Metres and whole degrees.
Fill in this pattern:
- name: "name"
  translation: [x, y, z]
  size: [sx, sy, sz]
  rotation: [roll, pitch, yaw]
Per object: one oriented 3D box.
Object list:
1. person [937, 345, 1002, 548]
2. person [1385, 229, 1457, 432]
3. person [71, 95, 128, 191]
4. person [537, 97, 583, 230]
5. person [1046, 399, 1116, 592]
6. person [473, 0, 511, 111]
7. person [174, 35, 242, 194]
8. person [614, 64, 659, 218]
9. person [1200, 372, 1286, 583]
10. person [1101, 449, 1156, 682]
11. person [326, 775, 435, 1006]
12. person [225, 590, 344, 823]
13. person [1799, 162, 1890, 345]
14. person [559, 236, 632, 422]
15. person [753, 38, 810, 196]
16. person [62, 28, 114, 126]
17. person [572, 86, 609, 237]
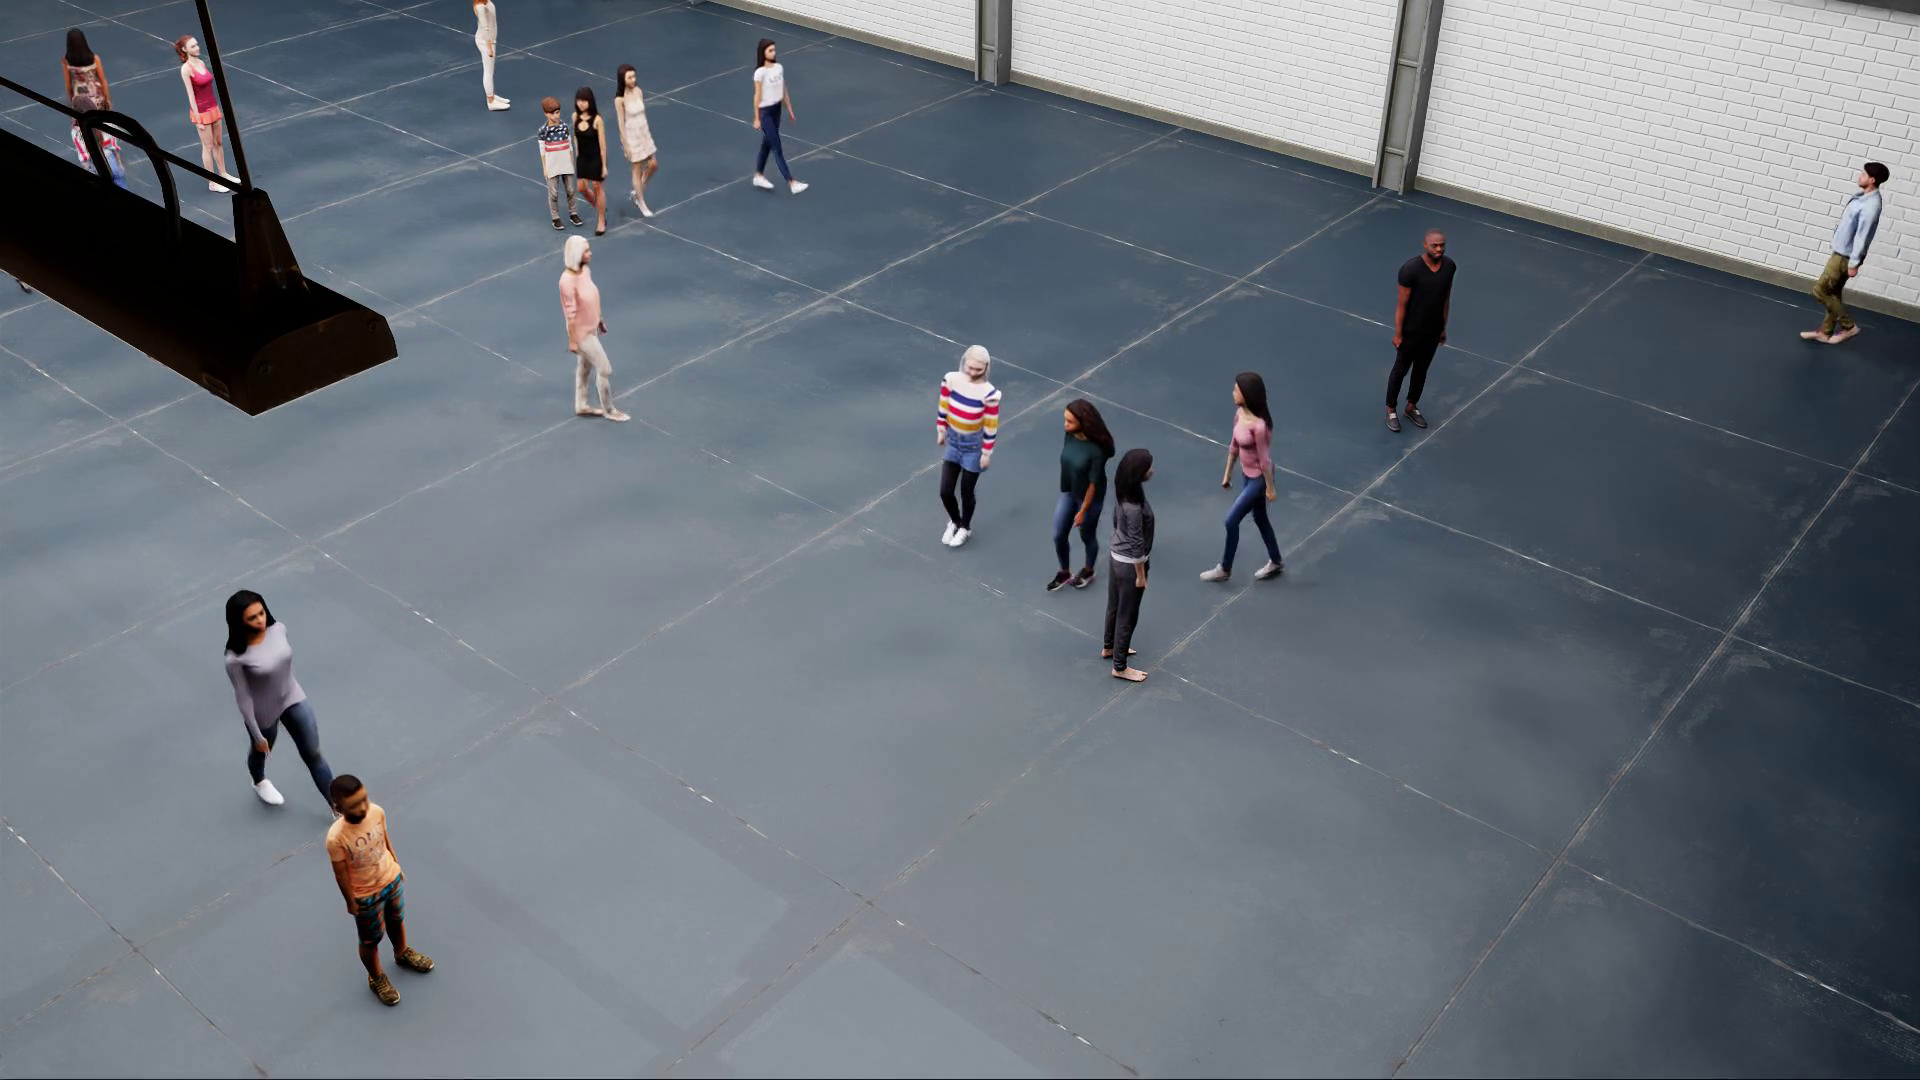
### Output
- name: "person"
  translation: [0.098, -0.740, 12.674]
  size: [0.611, 1.781, 0.816]
  rotation: [20, 38, 27]
- name: "person"
  translation: [3.938, -1.816, 14.259]
  size: [0.751, 1.820, 0.762]
  rotation: [-9, 35, -13]
- name: "person"
  translation: [-9.024, -3.900, 17.600]
  size: [0.719, 1.592, 1.052]
  rotation: [-25, 41, -32]
- name: "person"
  translation: [-4.363, -4.092, 18.027]
  size: [0.567, 1.439, 0.573]
  rotation: [-16, 37, -23]
- name: "person"
  translation: [0.963, -0.337, 12.236]
  size: [0.684, 1.596, 0.633]
  rotation: [-27, 42, -34]
- name: "person"
  translation: [-6.038, -6.352, 21.183]
  size: [0.721, 1.709, 0.643]
  rotation: [-6, 34, -10]
- name: "person"
  translation: [-8.574, -4.862, 18.901]
  size: [0.699, 1.754, 0.665]
  rotation: [5, 34, 8]
- name: "person"
  translation: [-3.600, -4.369, 18.185]
  size: [0.639, 1.725, 0.631]
  rotation: [20, 38, 27]
- name: "person"
  translation: [2.248, -0.432, 12.282]
  size: [0.964, 1.703, 0.930]
  rotation: [-10, 35, -15]
- name: "person"
  translation: [1.145, 0.150, 11.352]
  size: [0.733, 1.764, 0.649]
  rotation: [-6, 34, -9]
- name: "person"
  translation: [-3.203, 1.864, 9.047]
  size: [0.537, 1.461, 0.551]
  rotation: [18, 37, 25]
- name: "person"
  translation: [-4.239, 1.024, 10.113]
  size: [1.206, 1.679, 0.740]
  rotation: [19, 38, 26]
- name: "person"
  translation: [8.360, -2.632, 15.505]
  size: [0.778, 1.799, 0.737]
  rotation: [18, 37, 25]
- name: "person"
  translation: [-3.317, -1.818, 14.360]
  size: [0.904, 1.712, 0.821]
  rotation: [3, 34, 5]
- name: "person"
  translation: [-2.221, -4.783, 18.792]
  size: [1.096, 1.743, 0.731]
  rotation: [19, 38, 26]
- name: "person"
  translation: [-10.125, -5.095, 19.372]
  size: [0.912, 1.620, 1.127]
  rotation: [-14, 36, -20]
- name: "person"
  translation: [-3.899, -4.079, 17.827]
  size: [0.640, 1.639, 0.731]
  rotation: [12, 35, 18]
